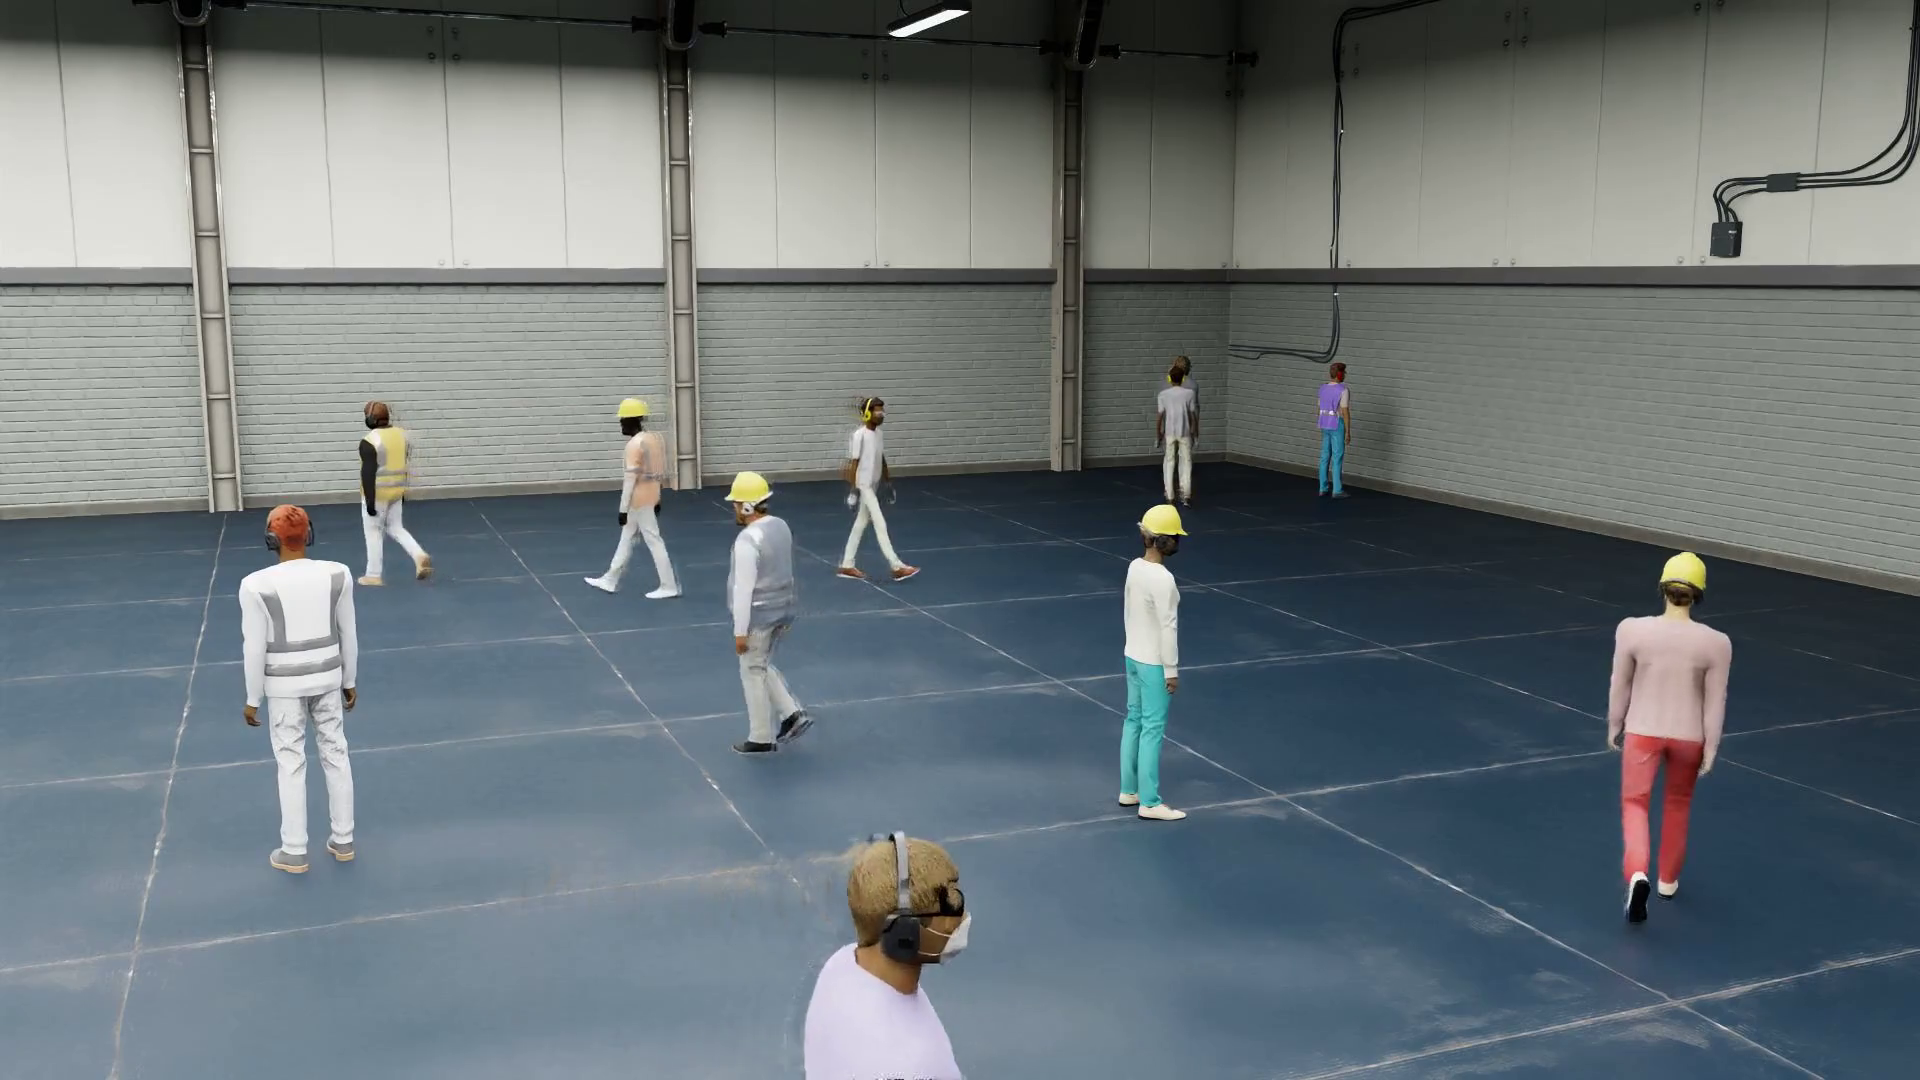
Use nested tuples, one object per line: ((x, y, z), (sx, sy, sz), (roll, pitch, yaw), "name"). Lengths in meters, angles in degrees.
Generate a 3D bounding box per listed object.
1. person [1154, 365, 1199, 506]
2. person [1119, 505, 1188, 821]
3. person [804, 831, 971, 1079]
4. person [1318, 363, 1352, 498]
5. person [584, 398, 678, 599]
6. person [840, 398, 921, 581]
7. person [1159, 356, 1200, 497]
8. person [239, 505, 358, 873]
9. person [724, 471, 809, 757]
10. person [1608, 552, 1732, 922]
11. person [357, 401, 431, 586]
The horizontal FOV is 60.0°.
((2.842, -1.361, 21.825), (0.569, 1.866, 0.347), (2, 9, 12), "person")
((1.099, 0.678, 9.330), (0.330, 1.765, 0.533), (-3, 9, -17), "person")
((-0.213, 1.536, 3.451), (0.614, 1.926, 0.637), (-1, 9, -8), "person")
((5.098, -1.492, 22.693), (0.390, 1.846, 0.565), (-5, 10, -30), "person")
((-3.096, -0.374, 15.528), (0.959, 1.882, 0.617), (0, 9, 1), "person")
((-0.798, -0.493, 16.482), (0.946, 1.821, 0.556), (3, 10, 21), "person")
((3.009, -1.553, 22.785), (0.635, 1.937, 0.353), (9, 13, 44), "person")
((-3.356, 0.752, 8.485), (0.572, 1.885, 0.356), (-8, 12, -42), "person")
((-1.267, 0.471, 10.444), (0.421, 1.815, 0.614), (3, 10, 19), "person")
((3.338, 0.924, 7.867), (0.520, 1.735, 0.755), (3, 10, 21), "person")
((-5.569, -0.444, 16.184), (0.698, 1.827, 0.636), (4, 10, 22), "person")
